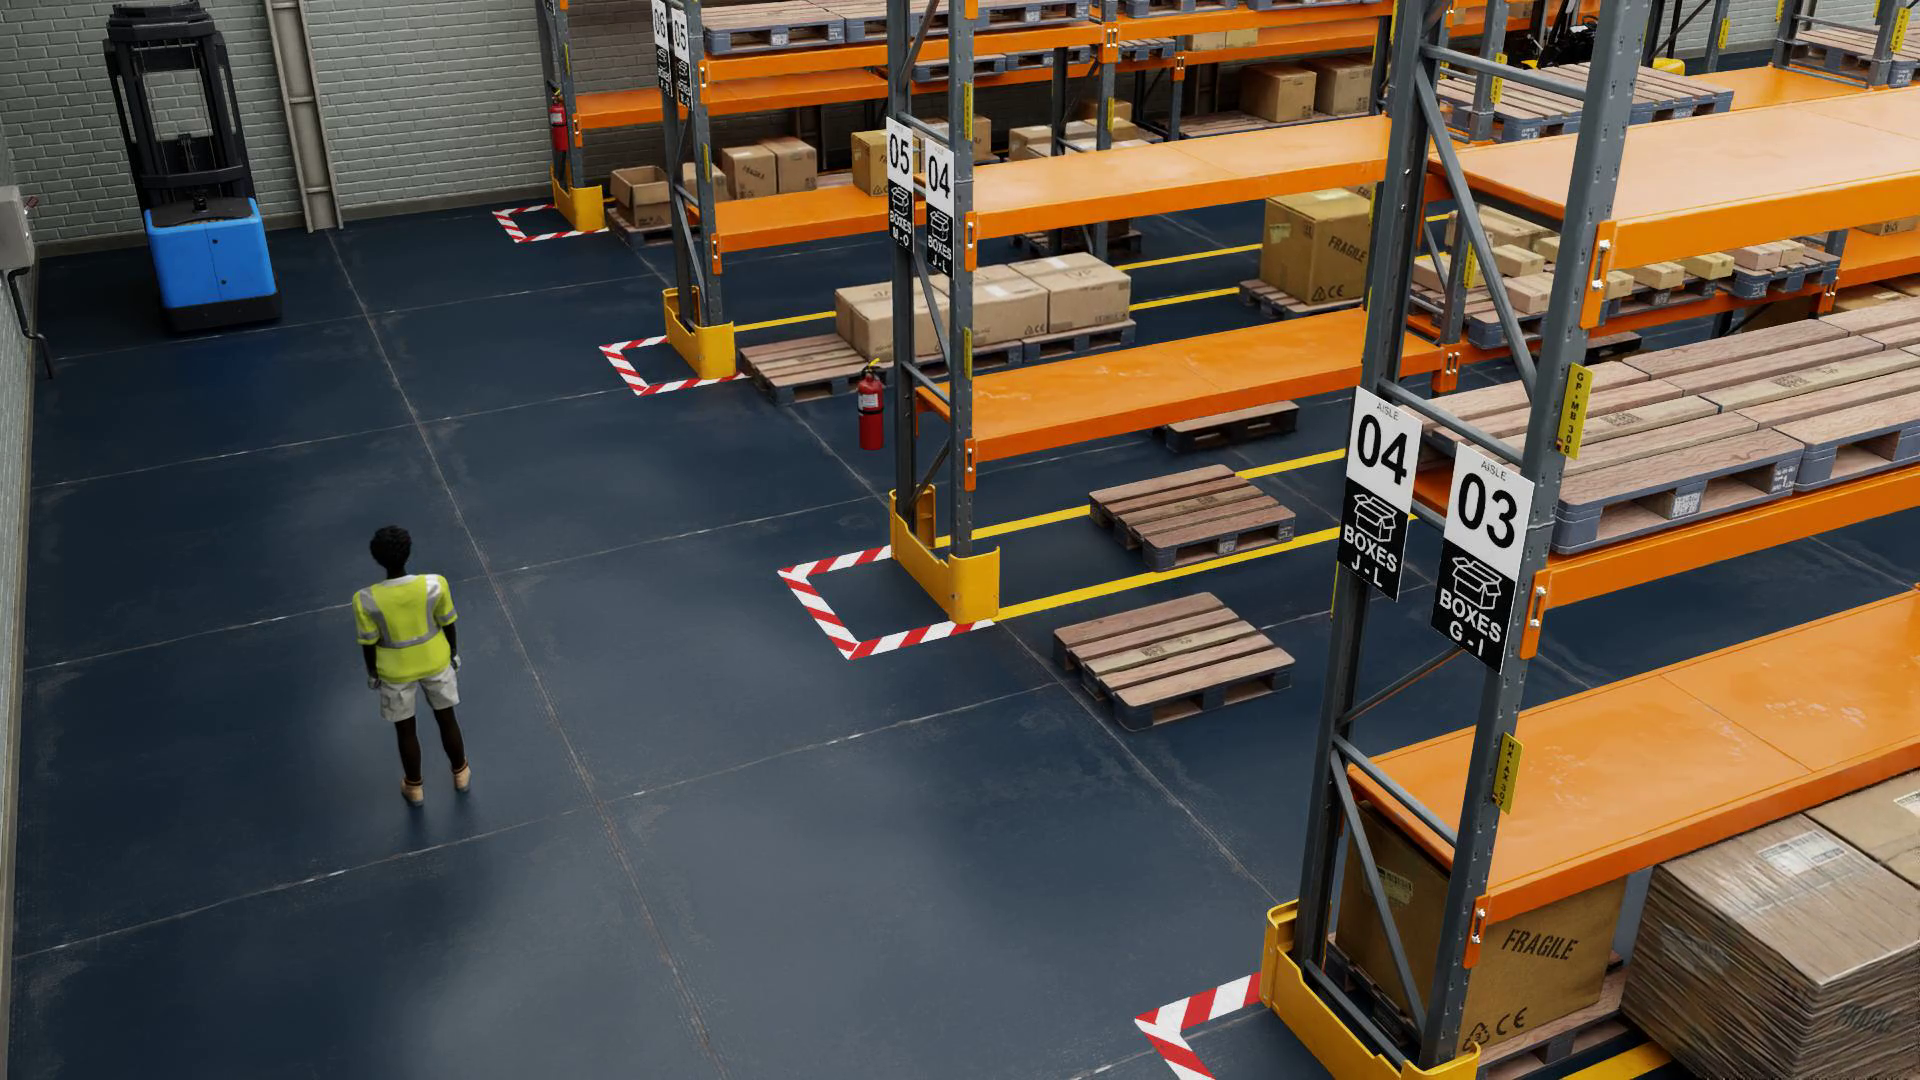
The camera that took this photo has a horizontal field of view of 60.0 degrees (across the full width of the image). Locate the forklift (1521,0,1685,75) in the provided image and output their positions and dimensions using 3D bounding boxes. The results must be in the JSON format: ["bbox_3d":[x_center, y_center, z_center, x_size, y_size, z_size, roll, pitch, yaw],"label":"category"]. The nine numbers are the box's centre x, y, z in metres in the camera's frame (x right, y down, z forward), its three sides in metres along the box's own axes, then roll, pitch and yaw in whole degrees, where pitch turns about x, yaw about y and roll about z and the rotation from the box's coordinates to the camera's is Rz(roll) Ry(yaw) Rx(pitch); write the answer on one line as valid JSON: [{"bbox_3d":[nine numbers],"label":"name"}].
[{"bbox_3d":[8.950,-6.807,23.056,1.214,2.155,2.313,-12,30,-22],"label":"forklift"}]

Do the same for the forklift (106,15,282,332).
[{"bbox_3d":[-7.548,-3.672,16.323,1.129,2.768,1.873,-12,30,-22],"label":"forklift"}]

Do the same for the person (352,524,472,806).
[{"bbox_3d":[-3.028,0.694,9.218,0.539,1.697,0.317,-14,31,-25],"label":"person"}]
